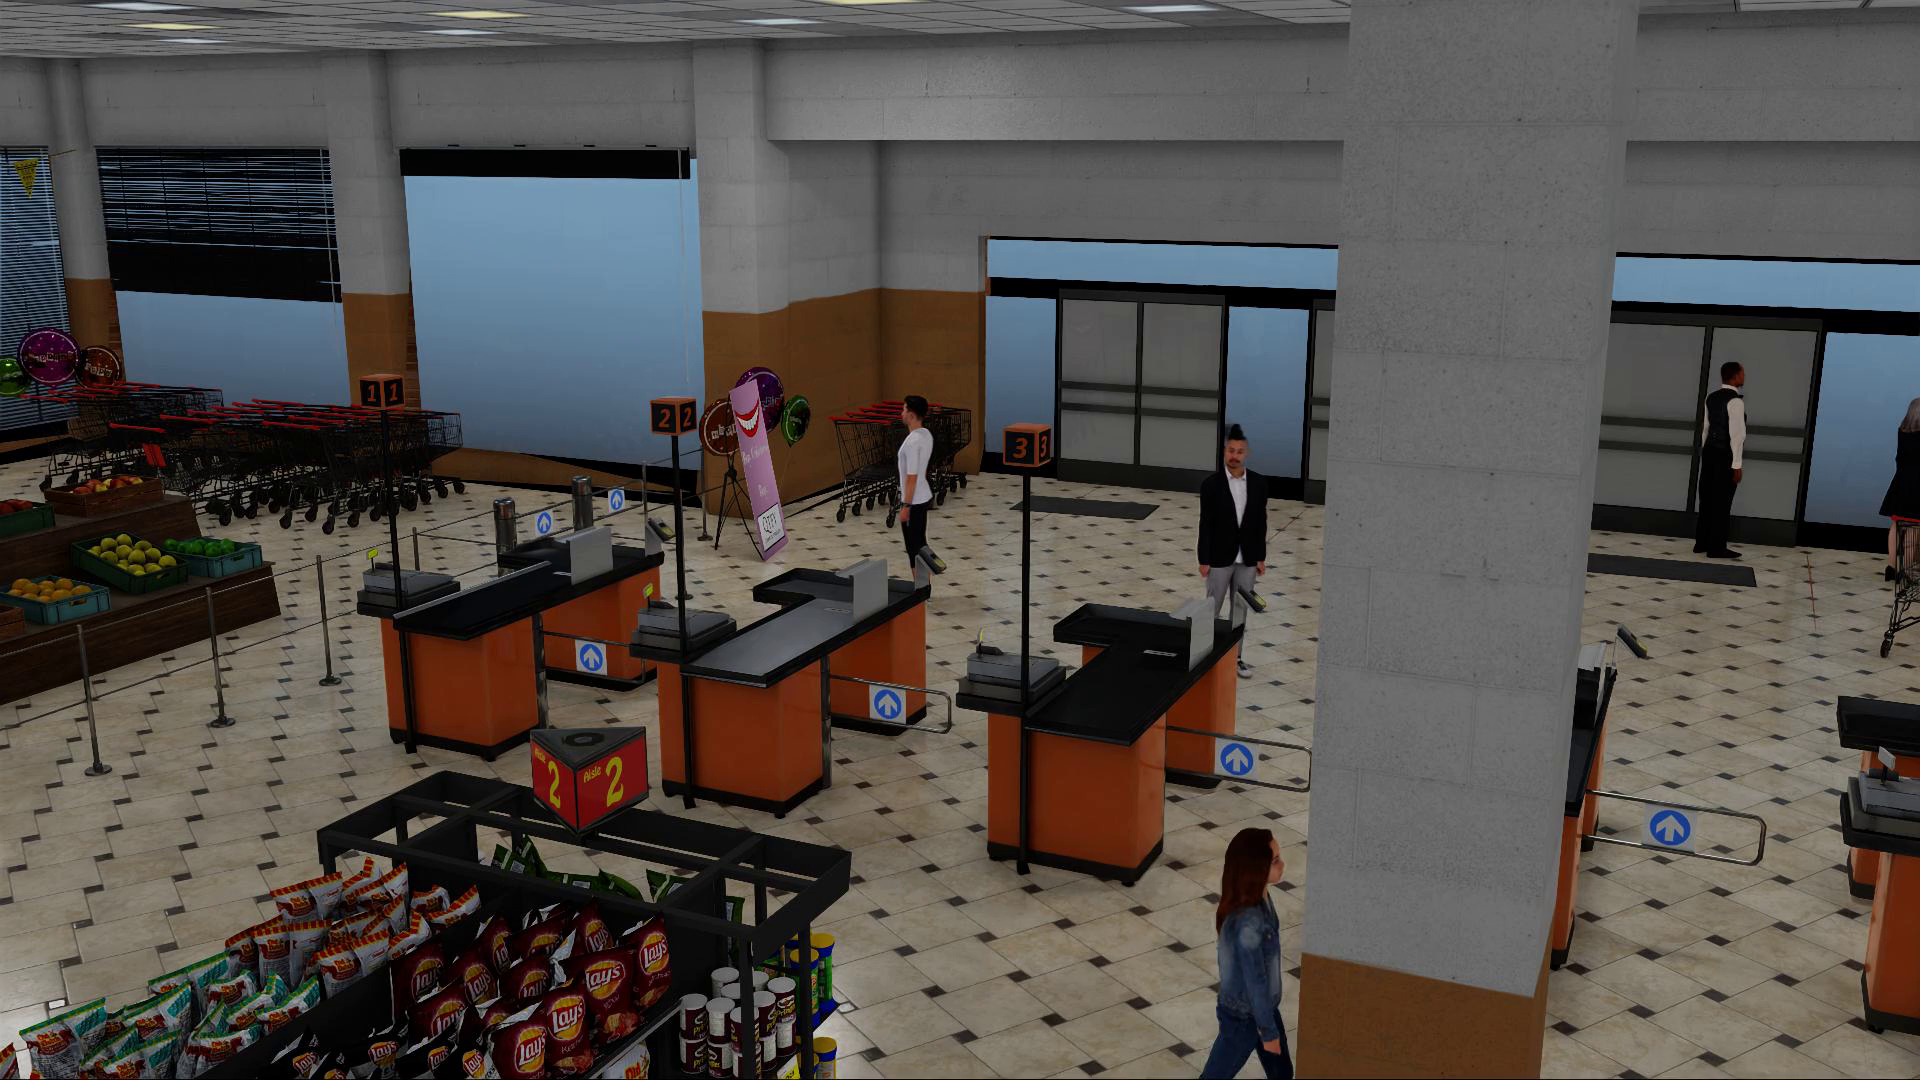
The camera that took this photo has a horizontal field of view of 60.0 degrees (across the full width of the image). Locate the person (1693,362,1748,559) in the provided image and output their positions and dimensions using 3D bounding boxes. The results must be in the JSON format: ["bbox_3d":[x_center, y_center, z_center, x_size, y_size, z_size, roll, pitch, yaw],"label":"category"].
[{"bbox_3d":[7.464,-0.795,16.306,0.839,1.919,0.740,-3,14,-11],"label":"person"}]

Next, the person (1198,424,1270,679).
[{"bbox_3d":[2.054,0.083,12.611,0.787,1.954,0.796,-2,14,-8],"label":"person"}]

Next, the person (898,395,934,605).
[{"bbox_3d":[-0.391,-0.358,14.648,0.778,1.851,0.555,3,14,14],"label":"person"}]

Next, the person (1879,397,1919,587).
[{"bbox_3d":[8.758,-0.459,15.288,0.759,1.747,0.678,-3,14,-11],"label":"person"}]

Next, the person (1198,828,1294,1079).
[{"bbox_3d":[1.041,1.827,6.503,0.758,1.444,0.953,3,14,13],"label":"person"}]
